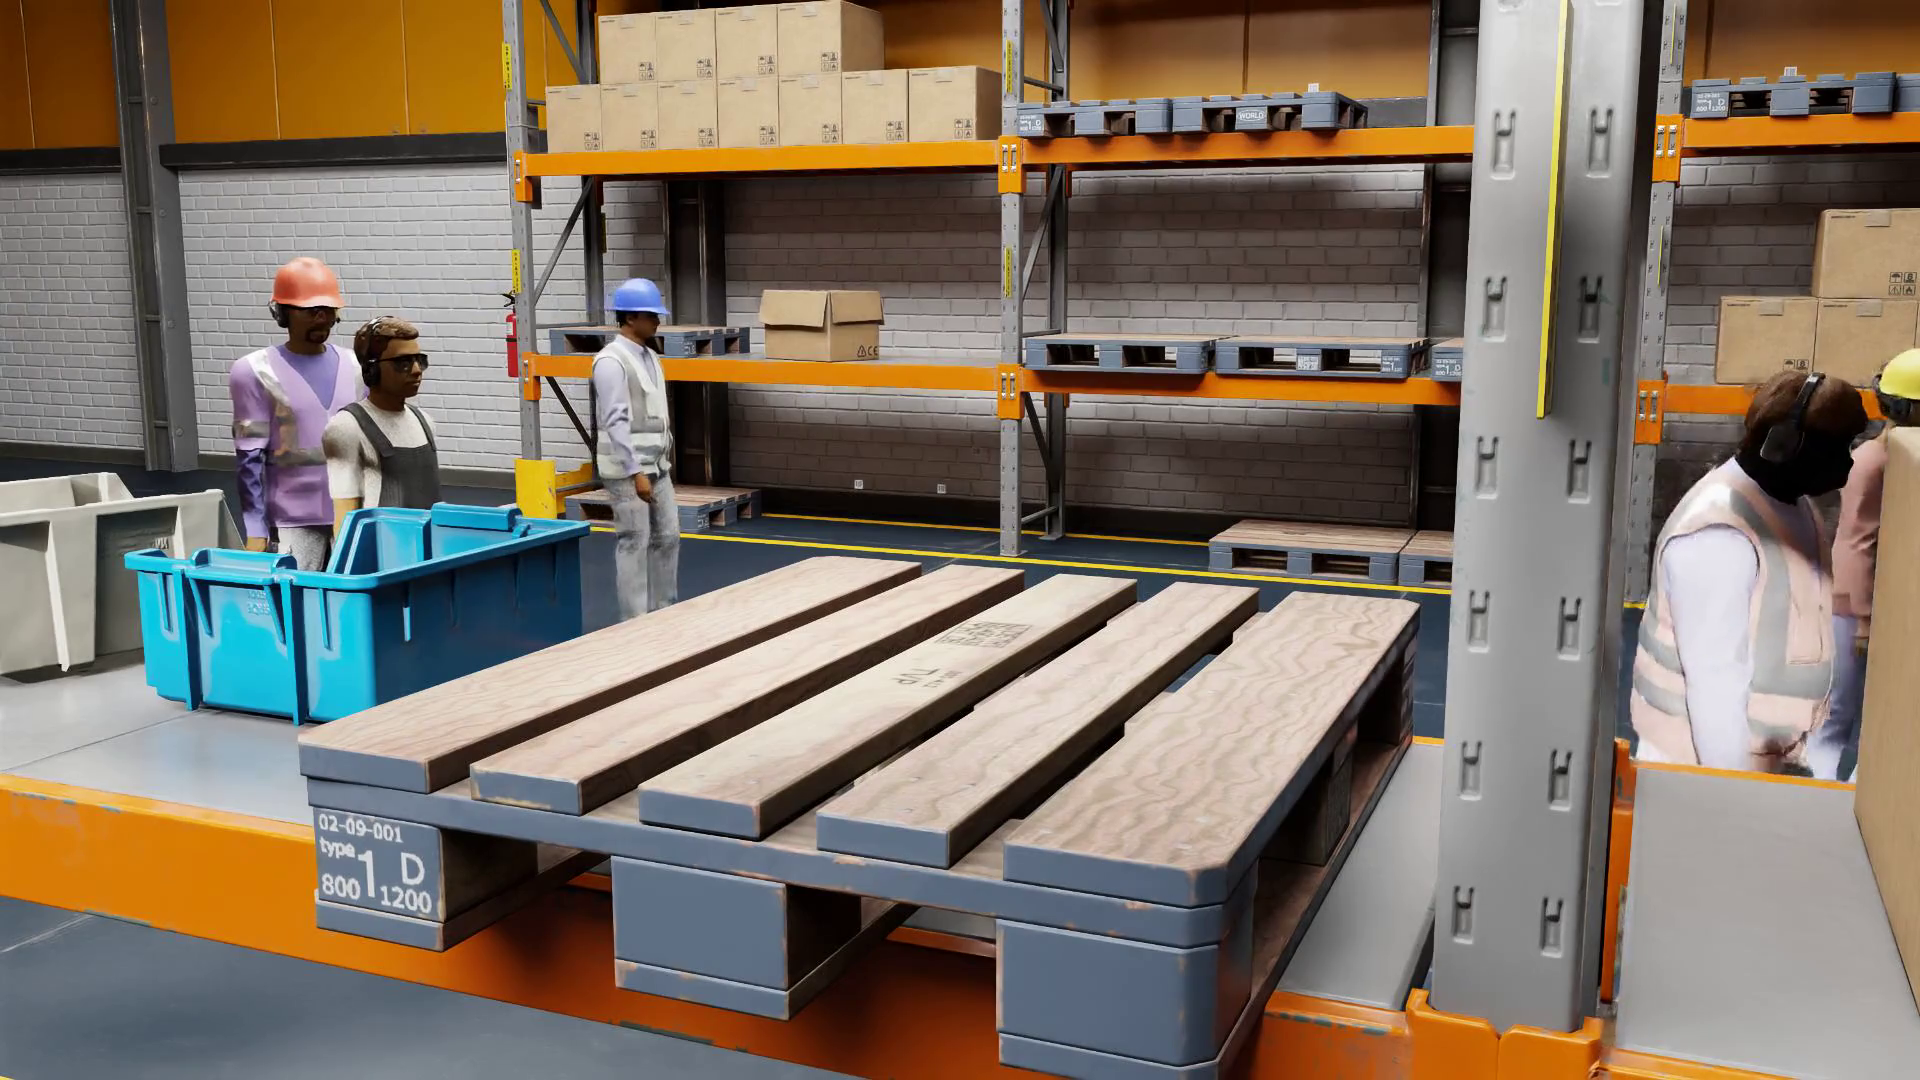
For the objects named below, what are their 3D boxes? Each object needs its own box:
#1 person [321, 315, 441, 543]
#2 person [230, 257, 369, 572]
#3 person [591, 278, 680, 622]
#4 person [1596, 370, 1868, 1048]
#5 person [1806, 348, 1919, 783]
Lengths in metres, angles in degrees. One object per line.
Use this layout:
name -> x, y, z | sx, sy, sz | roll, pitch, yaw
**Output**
person -> -1.917, 0.168, 5.652 | 0.348, 1.847, 0.505 | 3, 10, 17
person -> -2.578, -0.105, 6.701 | 0.382, 2.040, 0.616 | 8, 12, 39
person -> -1.645, -0.370, 8.601 | 0.458, 1.942, 0.629 | 3, 10, 16
person -> 1.906, 0.484, 3.972 | 0.985, 1.774, 0.662 | 9, 13, 44
person -> 3.054, 0.238, 5.530 | 0.531, 1.748, 0.452 | -7, 12, -35
